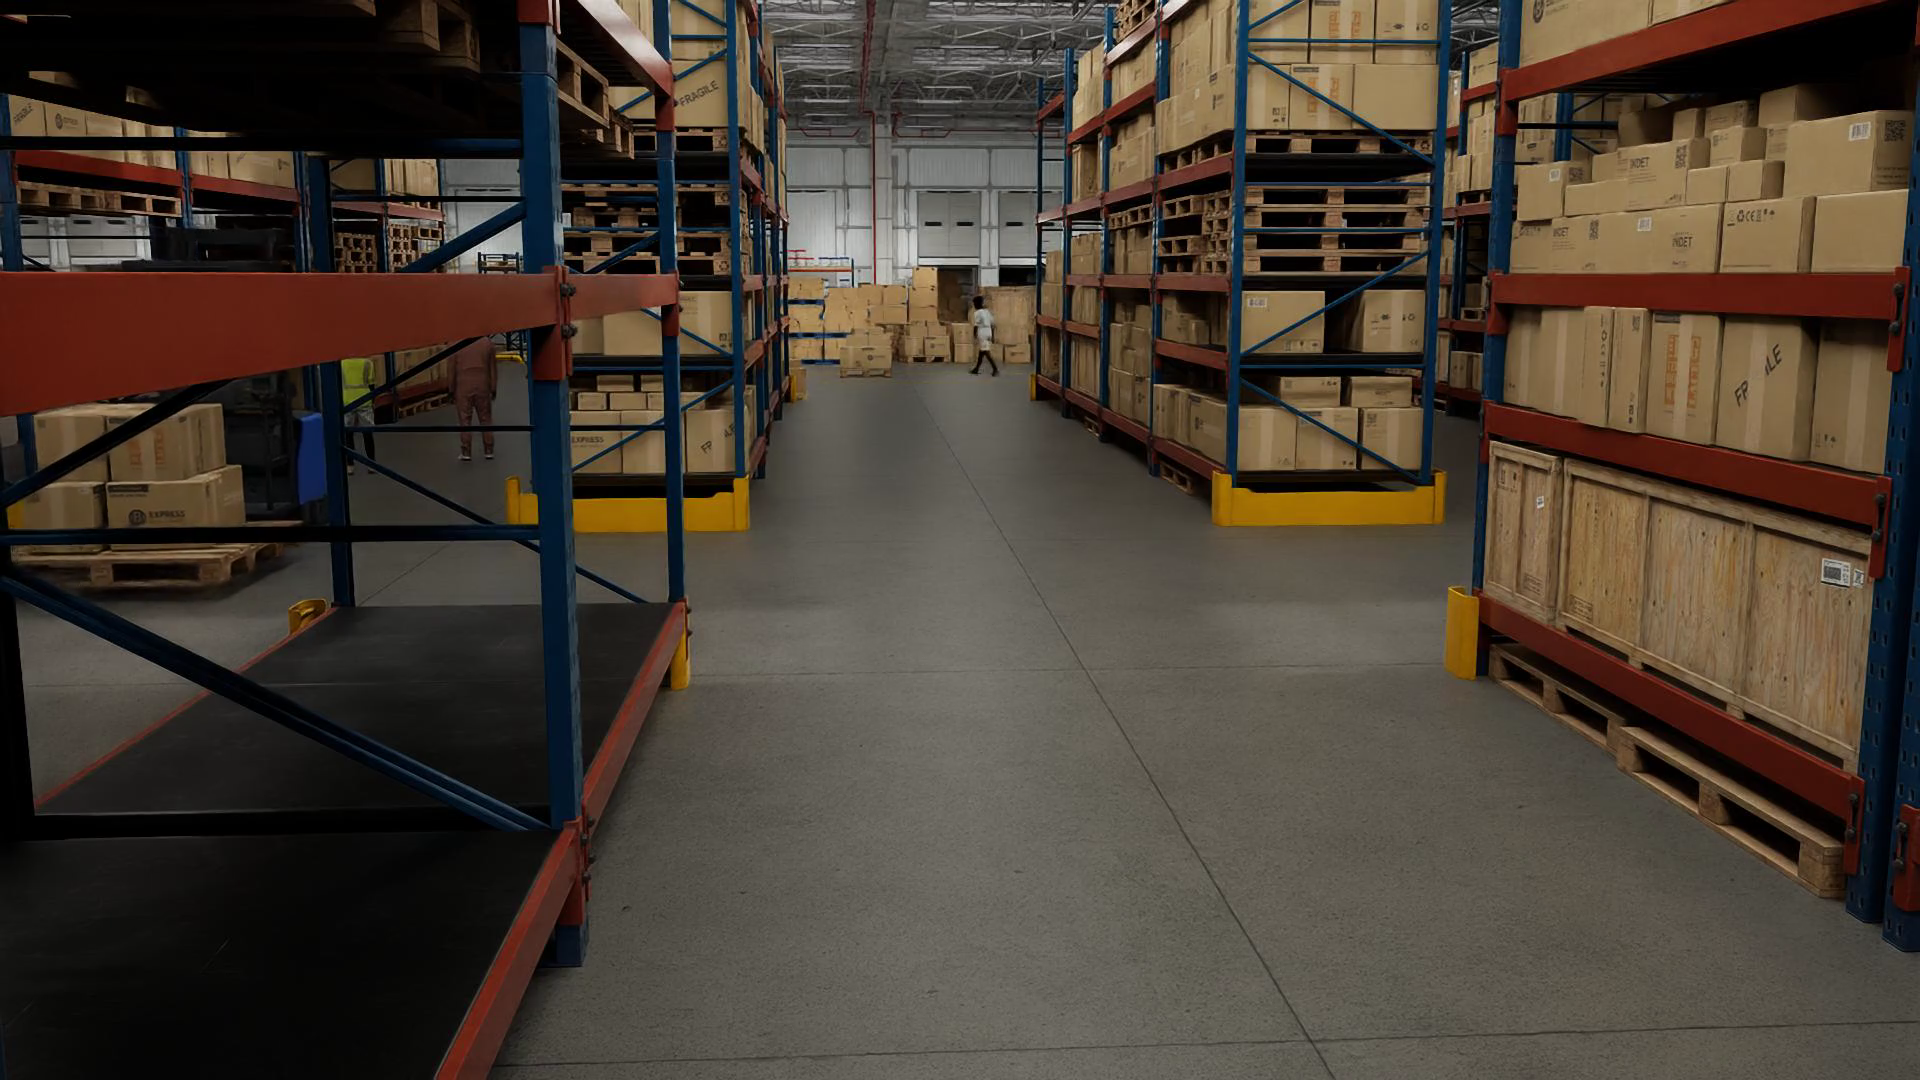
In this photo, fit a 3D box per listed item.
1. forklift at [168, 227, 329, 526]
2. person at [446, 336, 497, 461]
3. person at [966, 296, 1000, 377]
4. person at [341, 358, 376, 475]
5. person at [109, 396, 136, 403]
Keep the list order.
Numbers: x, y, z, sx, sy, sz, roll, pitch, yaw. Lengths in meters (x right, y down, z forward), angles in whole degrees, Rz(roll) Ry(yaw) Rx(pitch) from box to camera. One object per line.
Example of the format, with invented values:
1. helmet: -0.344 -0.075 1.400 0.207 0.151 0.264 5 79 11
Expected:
1. forklift: -6.546 -1.428 15.095 1.129 2.768 1.873 -1 9 -4
2. person: -6.357 -1.987 21.656 0.646 1.907 0.401 -5 10 -28
3. person: 0.602 -4.820 39.457 1.018 1.914 0.653 6 11 32
4. person: -7.294 -1.625 20.033 0.530 1.697 0.322 -5 11 -31
5. person: -14.960 -3.337 29.711 0.536 2.000 0.683 5 10 27
